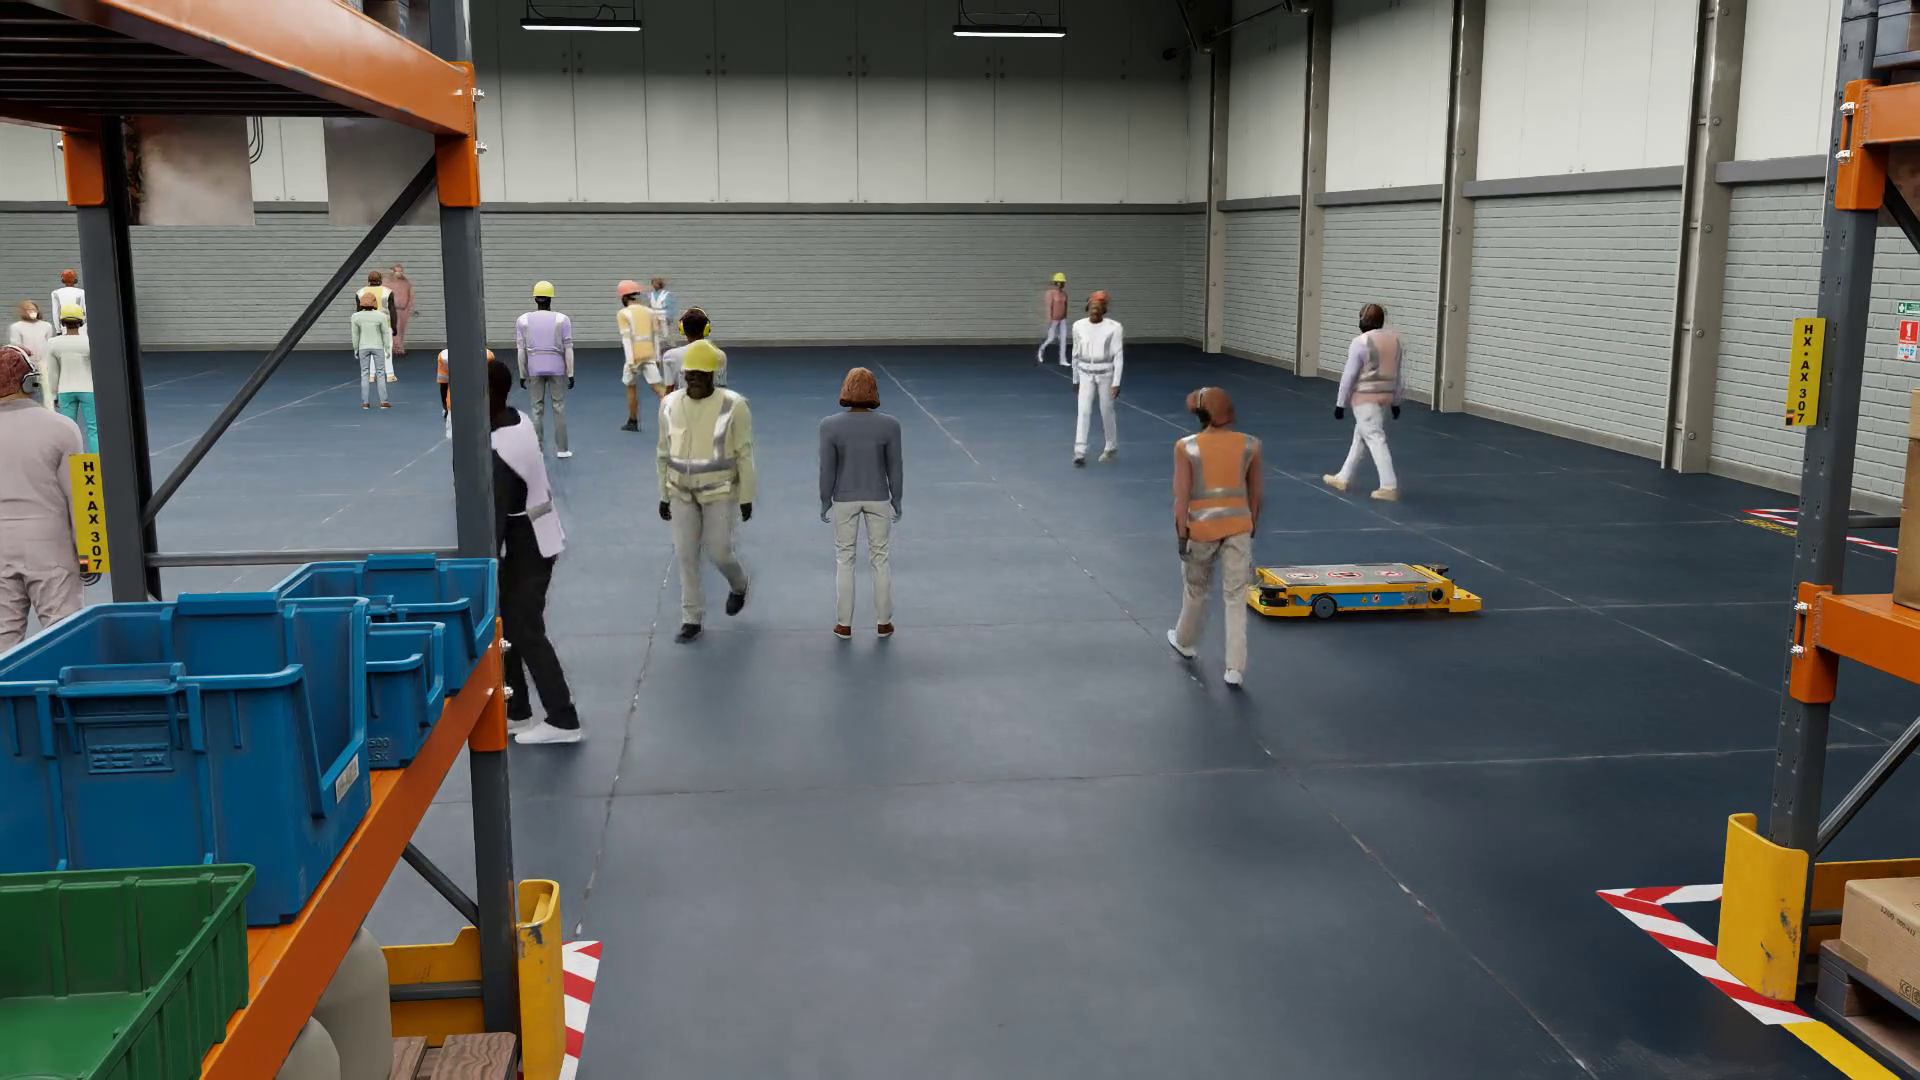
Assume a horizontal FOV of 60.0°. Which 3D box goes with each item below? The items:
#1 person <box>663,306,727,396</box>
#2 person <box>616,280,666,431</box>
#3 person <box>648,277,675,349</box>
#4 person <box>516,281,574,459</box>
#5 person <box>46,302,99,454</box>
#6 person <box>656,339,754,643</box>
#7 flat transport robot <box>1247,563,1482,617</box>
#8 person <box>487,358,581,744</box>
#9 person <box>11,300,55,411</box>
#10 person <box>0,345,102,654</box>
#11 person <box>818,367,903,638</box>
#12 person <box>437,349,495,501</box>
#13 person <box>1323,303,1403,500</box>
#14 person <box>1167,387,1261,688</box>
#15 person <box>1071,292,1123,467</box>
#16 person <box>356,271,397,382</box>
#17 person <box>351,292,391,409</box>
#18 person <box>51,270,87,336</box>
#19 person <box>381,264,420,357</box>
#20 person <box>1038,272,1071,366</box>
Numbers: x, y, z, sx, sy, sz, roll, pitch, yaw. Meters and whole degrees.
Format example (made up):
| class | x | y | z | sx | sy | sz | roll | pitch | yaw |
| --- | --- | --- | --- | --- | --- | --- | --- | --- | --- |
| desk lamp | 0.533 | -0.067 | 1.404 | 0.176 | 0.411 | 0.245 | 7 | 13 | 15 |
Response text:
| class | x | y | z | sx | sy | sz | roll | pitch | yaw |
| --- | --- | --- | --- | --- | --- | --- | --- | --- | --- |
| person | -2.034 | -0.867 | 12.896 | 0.531 | 1.870 | 0.318 | -1 | 10 | -7 |
| person | -3.844 | -2.237 | 20.372 | 0.921 | 1.892 | 0.575 | 10 | 14 | 43 |
| person | -5.841 | -4.336 | 32.578 | 0.516 | 1.623 | 0.652 | 3 | 11 | 18 |
| person | -4.486 | -1.835 | 18.042 | 0.594 | 1.926 | 0.366 | -1 | 10 | -7 |
| person | -8.614 | -1.433 | 16.271 | 0.533 | 1.772 | 0.296 | -1 | 10 | -7 |
| person | -1.516 | -0.310 | 10.014 | 0.613 | 1.811 | 0.610 | 3 | 11 | 15 |
| flat transport robot | 2.570 | 0.315 | 10.798 | 1.431 | 0.197 | 0.652 | -1 | 10 | -7 |
| person | -2.089 | 0.081 | 7.712 | 0.616 | 1.858 | 0.689 | -2 | 11 | -12 |
| person | -11.993 | -2.303 | 21.519 | 0.512 | 1.602 | 0.805 | -10 | 14 | -43 |
| person | -4.361 | 0.044 | 7.799 | 0.651 | 1.907 | 0.409 | -1 | 10 | -7 |
| person | -0.594 | -0.219 | 9.990 | 0.507 | 1.633 | 0.276 | -1 | 10 | -7 |
| person | -4.476 | -1.201 | 15.188 | 0.541 | 1.700 | 0.315 | -1 | 10 | -7 |
| person | 3.763 | -1.289 | 15.427 | 0.649 | 1.791 | 0.952 | -8 | 13 | -38 |
| person | 1.399 | -0.037 | 9.094 | 0.530 | 1.587 | 0.866 | -1 | 10 | -5 |
| person | 1.432 | -1.694 | 17.524 | 0.617 | 1.826 | 1.010 | 4 | 11 | 22 |
| person | -9.674 | -3.544 | 27.646 | 0.633 | 1.843 | 0.429 | -1 | 10 | -7 |
| person | -8.254 | -2.655 | 23.340 | 0.507 | 1.633 | 0.276 | -1 | 10 | -7 |
| person | -14.119 | -3.360 | 26.518 | 0.584 | 1.884 | 0.347 | -1 | 10 | -7 |
| person | -11.248 | -4.611 | 33.474 | 0.974 | 1.854 | 0.645 | 10 | 14 | 42 |
| person | 1.787 | -4.138 | 31.156 | 0.532 | 1.744 | 0.681 | -7 | 13 | -35 |
